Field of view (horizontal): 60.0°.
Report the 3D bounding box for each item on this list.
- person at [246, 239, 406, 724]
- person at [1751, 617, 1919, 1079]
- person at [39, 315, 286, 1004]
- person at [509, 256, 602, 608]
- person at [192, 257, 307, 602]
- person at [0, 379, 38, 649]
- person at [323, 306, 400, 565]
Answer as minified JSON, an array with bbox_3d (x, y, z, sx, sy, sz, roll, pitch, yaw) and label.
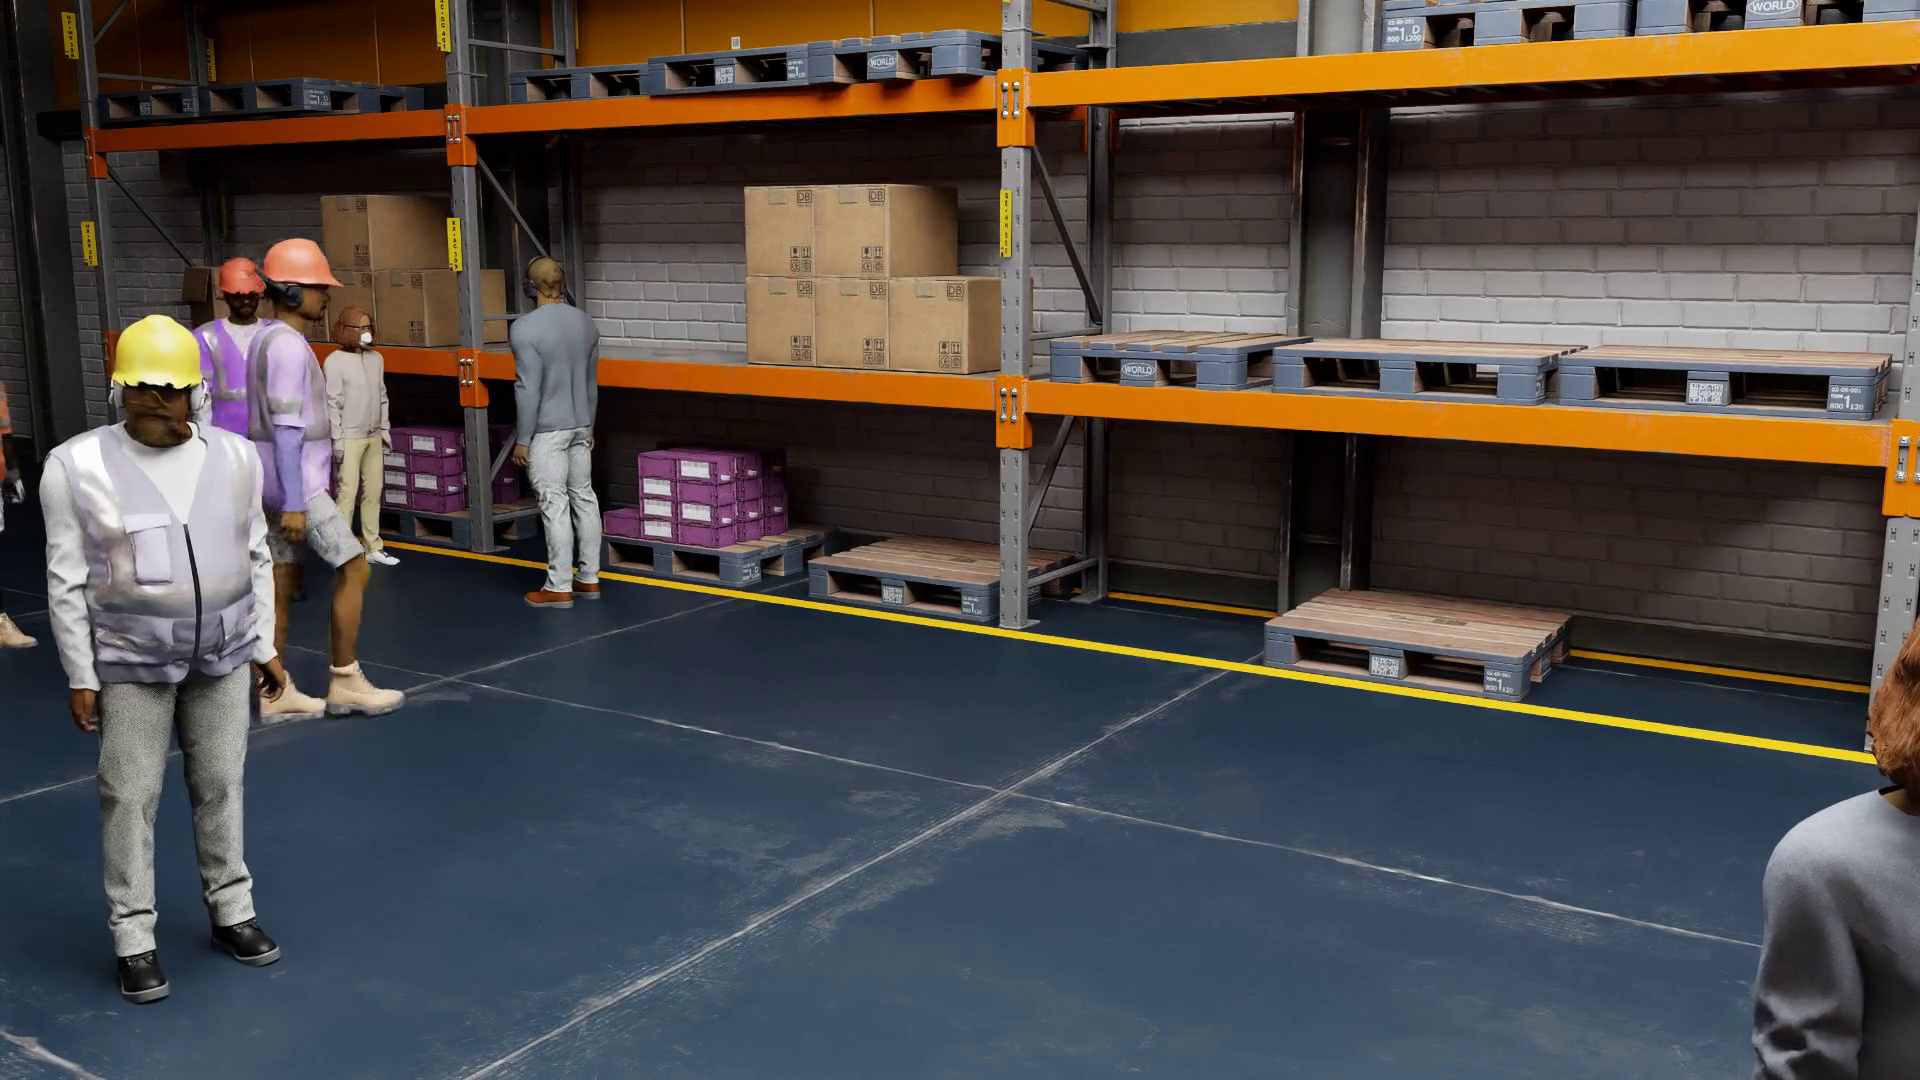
[{"bbox_3d":[-2.671,-0.236,6.985,0.741,2.018,0.633,-6,12,-30],"label":"person"},{"bbox_3d":[1.187,0.853,2.033,0.500,1.633,0.280,-2,10,-13],"label":"person"},{"bbox_3d":[-2.126,0.310,4.510,0.404,1.826,0.587,10,14,44],"label":"person"},{"bbox_3d":[-2.232,-0.589,9.188,0.374,1.936,0.629,5,12,27],"label":"person"},{"bbox_3d":[-3.918,-0.589,9.209,0.547,1.928,0.393,-6,12,-30],"label":"person"},{"bbox_3d":[-5.019,-0.291,8.314,0.788,1.667,0.528,3,11,15],"label":"person"},{"bbox_3d":[-3.688,-0.618,10.219,0.281,1.626,0.499,4,11,20],"label":"person"}]
